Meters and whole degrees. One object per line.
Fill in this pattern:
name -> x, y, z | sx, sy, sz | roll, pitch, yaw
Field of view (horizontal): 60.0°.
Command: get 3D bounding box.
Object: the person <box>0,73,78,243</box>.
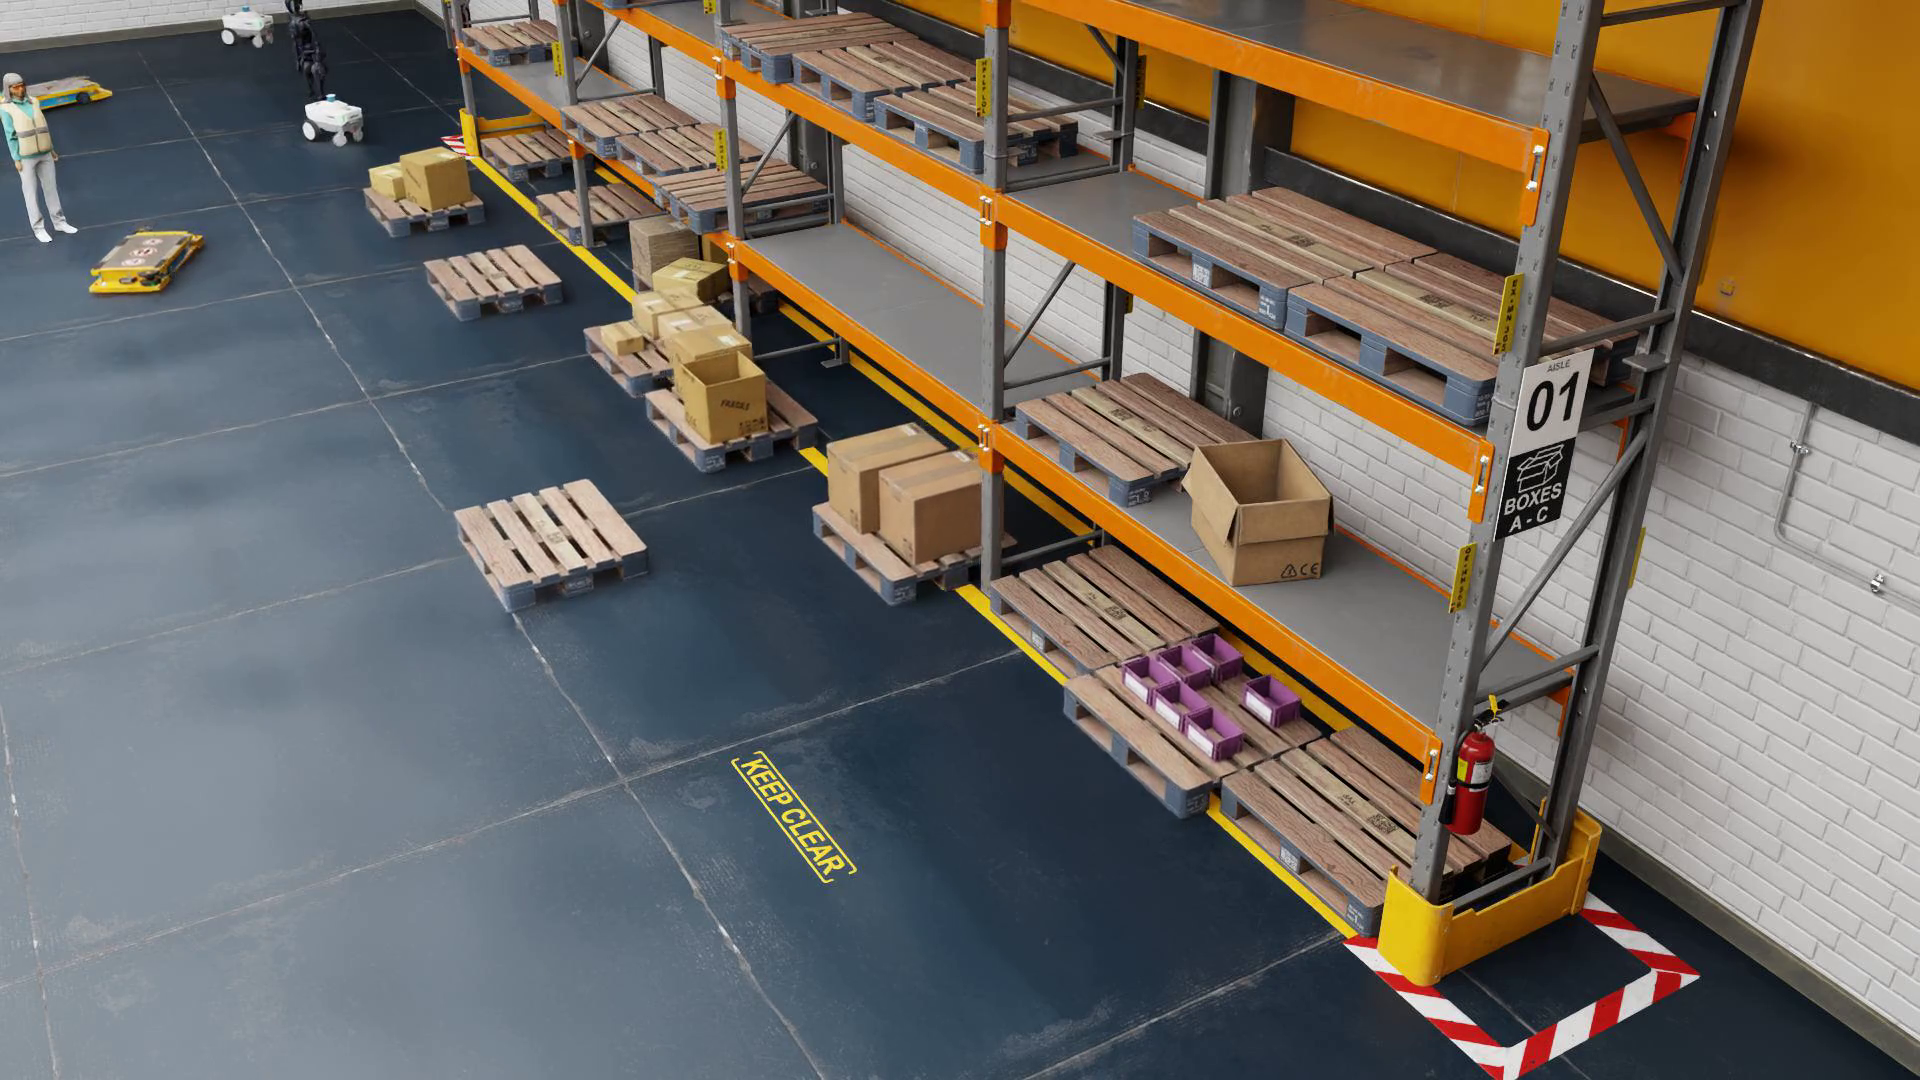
person -> -9.558, -3.951, 17.144 | 0.362, 1.708, 0.475 | 13, 32, 22

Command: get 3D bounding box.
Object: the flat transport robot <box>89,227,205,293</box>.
flat transport robot -> -8.088, -2.791, 16.560 | 0.659, 0.231, 1.431 | -3, 30, -5

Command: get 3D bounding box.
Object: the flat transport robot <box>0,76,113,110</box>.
flat transport robot -> -12.055, -5.848, 21.956 | 0.659, 0.231, 1.431 | 21, 36, 32

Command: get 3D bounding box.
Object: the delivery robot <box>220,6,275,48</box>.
delivery robot -> -10.672, -7.706, 24.924 | 0.745, 0.573, 0.510 | 8, 30, 13

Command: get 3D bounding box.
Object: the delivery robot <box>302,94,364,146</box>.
delivery robot -> -7.732, -5.180, 20.507 | 0.785, 0.614, 0.516 | 16, 33, 26

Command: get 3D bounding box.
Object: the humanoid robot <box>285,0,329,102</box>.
humanoid robot -> -8.078, -6.010, 20.822 | 0.612, 1.645, 0.489 | 22, 36, 34
